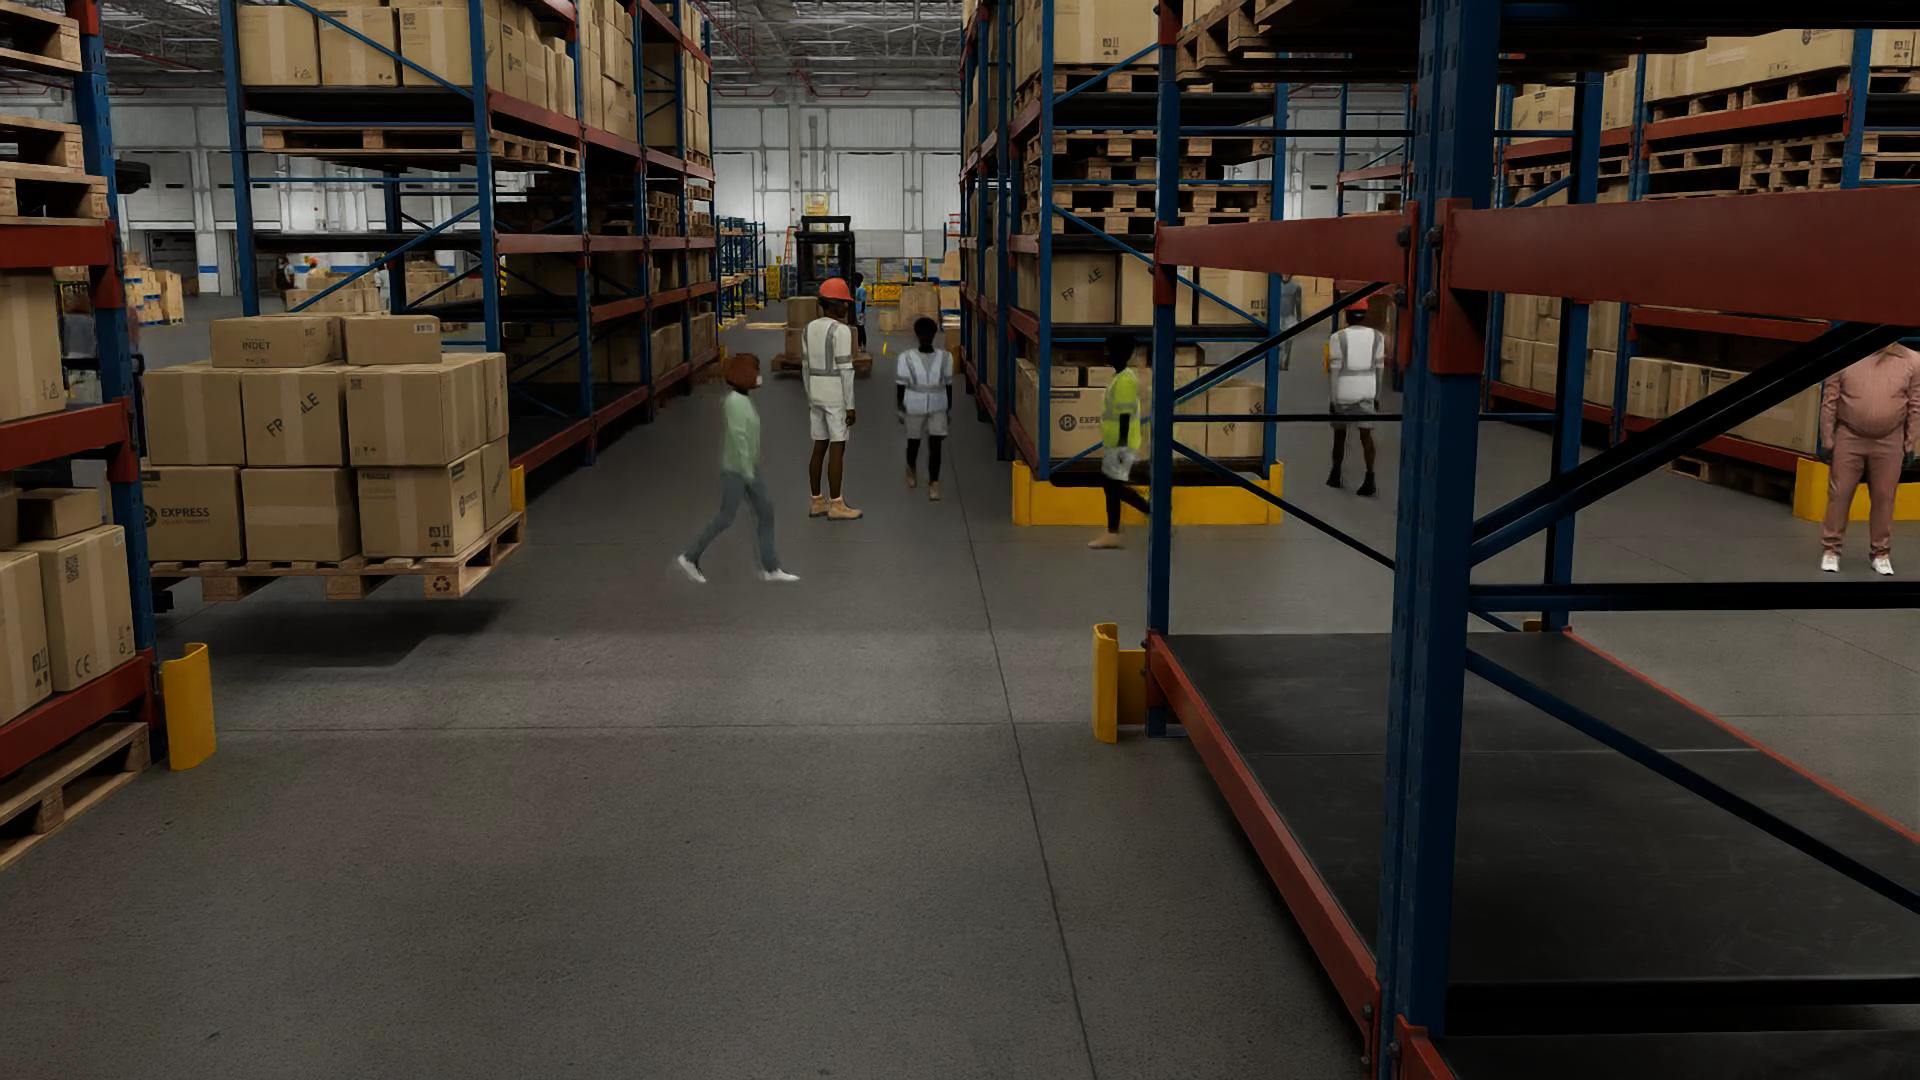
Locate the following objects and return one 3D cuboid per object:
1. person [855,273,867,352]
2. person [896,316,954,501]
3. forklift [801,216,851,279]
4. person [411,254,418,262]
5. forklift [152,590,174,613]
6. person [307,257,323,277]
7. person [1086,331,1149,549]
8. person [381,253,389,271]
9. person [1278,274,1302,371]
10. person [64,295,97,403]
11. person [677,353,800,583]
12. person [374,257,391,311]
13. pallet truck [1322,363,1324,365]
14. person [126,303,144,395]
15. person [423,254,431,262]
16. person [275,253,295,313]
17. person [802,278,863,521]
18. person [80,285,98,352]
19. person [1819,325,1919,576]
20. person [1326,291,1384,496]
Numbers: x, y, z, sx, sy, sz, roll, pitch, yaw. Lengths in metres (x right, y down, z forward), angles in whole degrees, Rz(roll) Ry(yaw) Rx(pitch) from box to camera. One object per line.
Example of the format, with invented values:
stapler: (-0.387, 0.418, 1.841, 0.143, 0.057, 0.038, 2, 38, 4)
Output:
person: (-2.146, -4.802, 35.171, 0.316, 1.695, 0.541, -4, 11, -23)
person: (-0.330, -1.219, 15.283, 0.537, 1.678, 0.653, -1, 10, -8)
forklift: (-2.514, -4.743, 31.544, 1.129, 2.768, 1.873, 0, 10, -2)
person: (-22.336, -10.861, 68.502, 0.506, 1.852, 0.510, -1, 10, -7)
forklift: (-5.858, -0.811, 9.639, 1.873, 2.768, 1.129, -1, 10, -3)
person: (-18.437, -7.156, 47.722, 0.867, 1.908, 0.552, 5, 11, 26)
person: (1.263, -0.743, 12.593, 0.521, 1.677, 0.540, -1, 10, -3)
person: (-21.550, -9.783, 62.316, 0.395, 1.919, 0.581, 1, 10, 4)
person: (5.853, -4.011, 30.190, 0.665, 1.898, 0.892, 2, 10, 13)
person: (-12.199, -2.568, 22.962, 0.545, 1.606, 0.642, 3, 11, 15)
person: (-1.550, -0.486, 11.397, 0.789, 1.602, 0.500, 1, 10, 7)
person: (-14.298, -6.026, 41.257, 0.374, 1.959, 0.603, 4, 11, 21)
pallet truck: (7.712, -4.157, 30.737, 1.885, 1.965, 0.823, 3, 11, 16)
person: (-12.530, -2.987, 24.940, 0.520, 1.739, 0.804, -2, 10, -9)
person: (-22.083, -10.980, 69.256, 0.792, 1.810, 0.631, -4, 11, -22)
person: (-21.143, -7.972, 51.869, 0.697, 2.000, 0.676, 8, 13, 37)
person: (-1.072, -1.185, 14.062, 0.388, 2.039, 0.613, -9, 13, -40)
person: (-15.843, -3.913, 30.392, 0.414, 1.625, 0.533, 0, 10, 3)
person: (6.415, -0.695, 11.743, 0.639, 1.899, 0.397, 4, 11, 21)
person: (3.694, -1.365, 15.524, 0.557, 1.899, 0.992, -1, 10, -5)
